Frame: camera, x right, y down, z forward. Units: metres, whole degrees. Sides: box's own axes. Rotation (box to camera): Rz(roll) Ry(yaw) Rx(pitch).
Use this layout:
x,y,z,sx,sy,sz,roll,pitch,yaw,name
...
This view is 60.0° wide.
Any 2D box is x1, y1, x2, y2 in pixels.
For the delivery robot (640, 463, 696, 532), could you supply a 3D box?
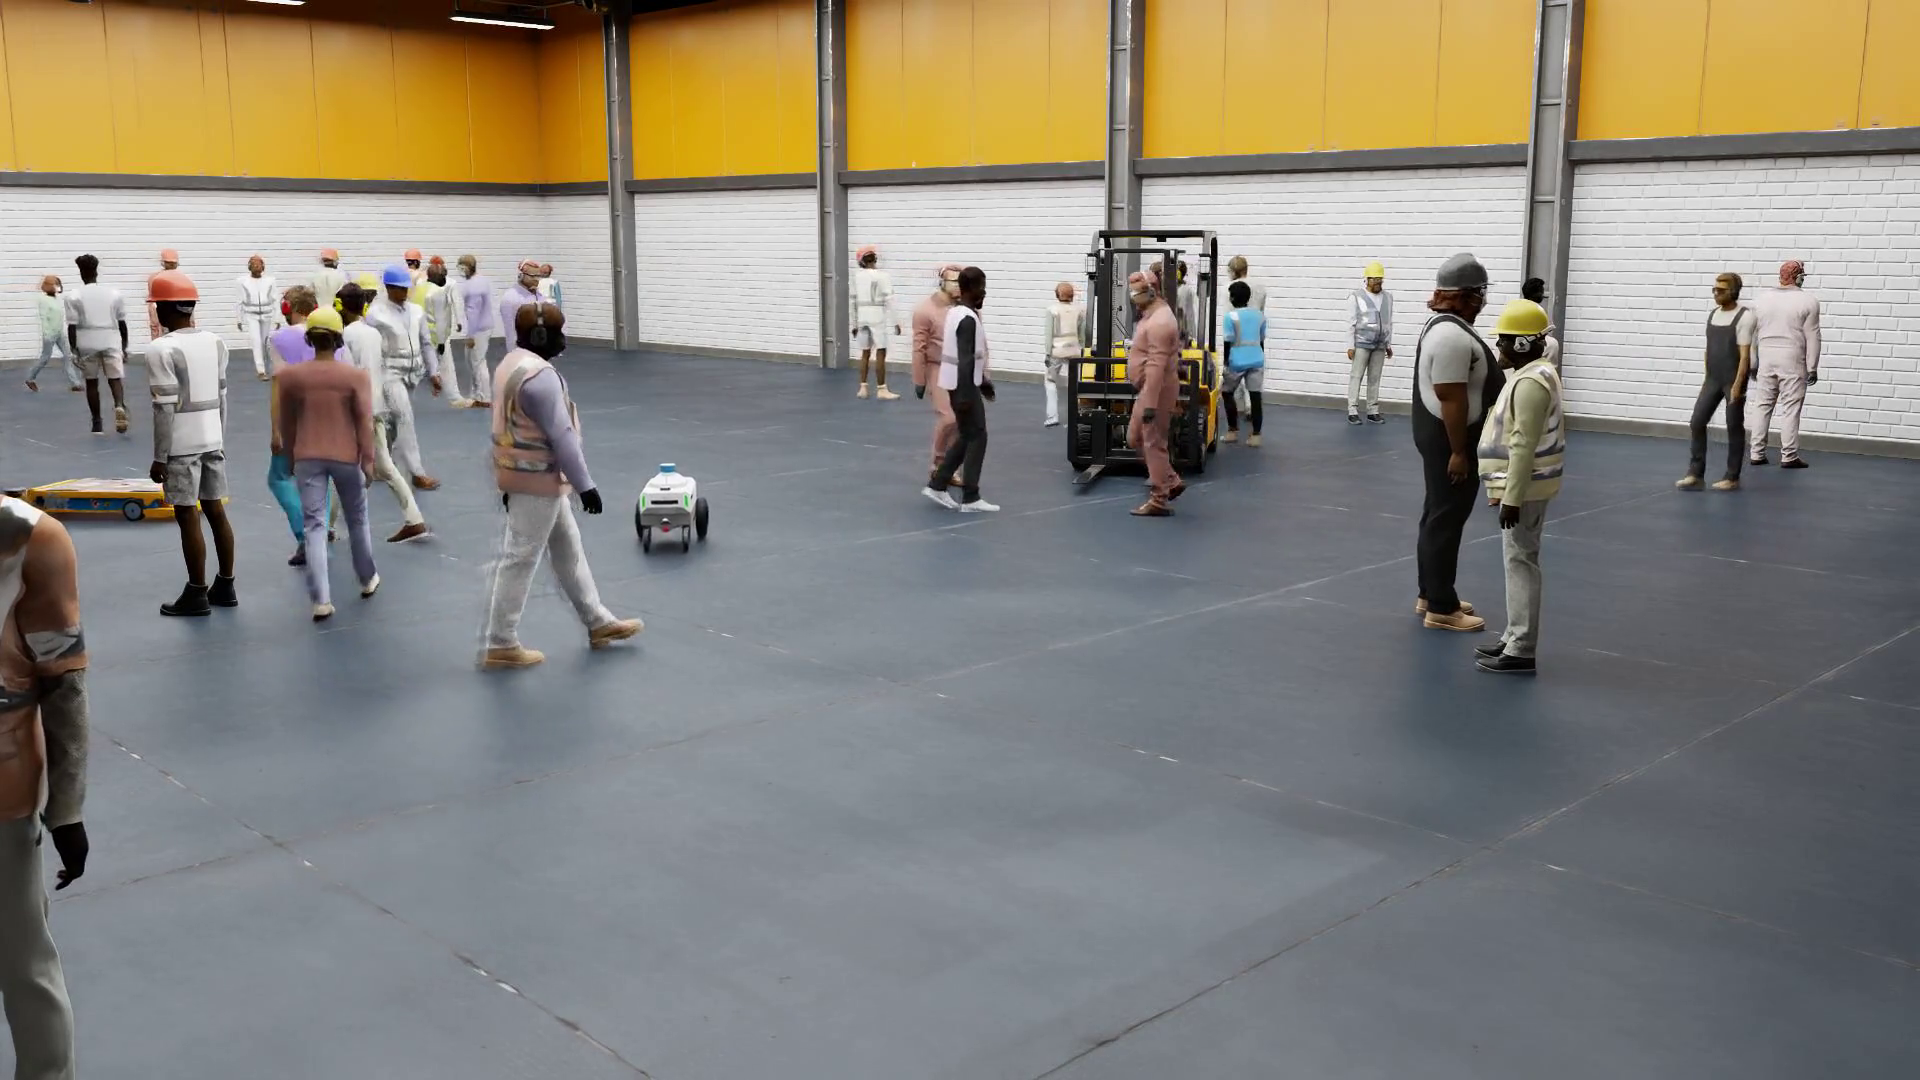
x,y,z,sx,sy,sz,roll,pitch,yaw,name
-2.014,-0.286,11.502,0.477,0.478,0.707,-1,10,-5,delivery robot

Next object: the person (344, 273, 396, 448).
x,y,z,sx,sy,sz,roll,pitch,yaw,name
-5.855,-1.764,16.517,0.325,1.765,0.533,6,12,30,person

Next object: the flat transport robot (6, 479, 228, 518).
x,y,z,sx,sy,sz,roll,pitch,yaw,name
-6.476,-0.329,12.769,1.431,0.197,0.652,1,10,5,flat transport robot

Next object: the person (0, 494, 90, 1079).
x,y,z,sx,sy,sz,roll,pitch,yaw,name
-2.147,0.544,3.513,0.585,1.917,0.381,-1,10,-5,person

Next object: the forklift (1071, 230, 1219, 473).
x,y,z,sx,sy,sz,roll,pitch,yaw,name
1.804,-1.825,15.677,1.214,2.155,2.313,2,11,13,forklift

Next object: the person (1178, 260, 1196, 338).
x,y,z,sx,sy,sz,roll,pitch,yaw,name
2.652,-2.316,19.269,0.546,1.857,0.554,2,11,13,person

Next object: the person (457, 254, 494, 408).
x,y,z,sx,sy,sz,roll,pitch,yaw,name
-5.966,-2.555,20.487,0.443,1.921,0.666,-3,11,-17,person

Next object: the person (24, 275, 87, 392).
x,y,z,sx,sy,sz,roll,pitch,yaw,name
-12.414,-2.811,22.681,0.815,1.602,0.512,1,10,4,person

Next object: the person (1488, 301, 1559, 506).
x,y,z,sx,sy,sz,roll,pitch,yaw,name
4.411,-1.064,13.055,0.498,1.633,0.284,4,11,21,person

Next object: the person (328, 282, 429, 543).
x,y,z,sx,sy,sz,roll,pitch,yaw,name
-4.156,-0.861,11.507,0.959,1.809,0.558,3,11,14,person

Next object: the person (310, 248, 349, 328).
x,y,z,sx,sy,sz,roll,pitch,yaw,name
-9.288,-3.332,24.606,0.639,1.941,1.053,1,10,4,person

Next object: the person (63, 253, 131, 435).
x,y,z,sx,sy,sz,roll,pitch,yaw,name
-9.126,-2.062,17.647,0.623,1.947,0.705,-7,13,-34,person

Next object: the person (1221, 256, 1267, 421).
x,y,z,sx,sy,sz,roll,pitch,yaw,name
3.250,-2.320,19.193,0.636,1.894,0.653,-3,11,-16,person

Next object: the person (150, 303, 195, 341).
x,y,z,sx,sy,sz,roll,pitch,yaw,name
-9.008,-2.174,19.093,0.310,1.638,0.523,9,14,40,person

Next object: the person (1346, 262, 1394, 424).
x,y,z,sx,sy,sz,roll,pitch,yaw,name
4.653,-2.225,18.840,0.591,1.833,0.404,-3,11,-18,person

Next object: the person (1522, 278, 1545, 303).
x,y,z,sx,sy,sz,roll,pitch,yaw,name
5.971,-1.914,17.548,0.321,1.690,0.531,3,11,17,person

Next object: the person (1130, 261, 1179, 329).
x,y,z,sx,sy,sz,roll,pitch,yaw,name
2.212,-2.195,18.658,0.626,1.845,0.429,-5,12,-27,person

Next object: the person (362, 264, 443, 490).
x,y,z,sx,sy,sz,roll,pitch,yaw,name
-4.806,-1.393,14.148,0.971,1.905,0.597,5,12,26,person

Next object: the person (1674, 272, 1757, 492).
x,y,z,sx,sy,sz,roll,pitch,yaw,name
6.275,-1.293,13.769,0.715,1.820,0.522,-5,12,-27,person

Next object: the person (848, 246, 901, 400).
x,y,z,sx,sy,sz,roll,pitch,yaw,name
-1.104,-2.815,21.674,0.789,1.996,0.353,9,13,39,person

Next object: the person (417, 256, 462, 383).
x,y,z,sx,sy,sz,roll,pitch,yaw,name
-7.572,-3.200,24.163,0.605,1.847,0.933,-2,11,-9,person

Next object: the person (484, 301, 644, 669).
x,y,z,sx,sy,sz,roll,pitch,yaw,name
-2.000,-0.277,8.309,0.926,1.803,0.643,-5,11,-24,person

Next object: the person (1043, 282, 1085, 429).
x,y,z,sx,sy,sz,roll,pitch,yaw,name
1.145,-2.034,18.388,0.529,1.605,0.592,-4,11,-23,person

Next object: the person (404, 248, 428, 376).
x,y,z,sx,sy,sz,roll,pitch,yaw,name
-8.271,-3.459,25.281,0.542,1.939,0.362,6,12,29,person

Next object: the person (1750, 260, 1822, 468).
x,y,z,sx,sy,sz,roll,pitch,yaw,name
7.593,-1.614,15.311,0.408,1.906,0.653,-8,13,-36,person

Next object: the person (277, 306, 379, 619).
x,y,z,sx,sy,sz,roll,pitch,yaw,name
-3.587,-0.454,9.475,0.539,1.727,0.872,-2,11,-10,person

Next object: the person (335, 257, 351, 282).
x,y,z,sx,sy,sz,roll,pitch,yaw,name
-9.563,-3.487,25.494,0.381,1.919,0.584,4,11,19,person

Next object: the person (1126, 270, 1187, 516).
x,y,z,sx,sy,sz,roll,pitch,yaw,name
1.449,-1.094,12.554,0.409,1.875,0.724,1,10,4,person

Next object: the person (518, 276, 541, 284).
x,y,z,sx,sy,sz,roll,pitch,yaw,name
-8.323,-4.599,32.333,0.507,1.633,0.278,-1,10,-3,person

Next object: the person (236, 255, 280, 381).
x,y,z,sx,sy,sz,roll,pitch,yaw,name
-10.458,-3.315,24.790,0.582,1.848,0.951,-7,13,-34,person

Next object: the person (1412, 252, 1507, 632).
x,y,z,sx,sy,sz,roll,pitch,yaw,name
2.741,-0.538,9.079,0.538,2.000,0.692,2,11,9,person

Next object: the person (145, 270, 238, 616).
x,y,z,sx,sy,sz,roll,pitch,yaw,name
-4.346,-0.537,9.355,0.354,1.939,0.544,3,11,15,person

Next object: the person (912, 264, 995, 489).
x,y,z,sx,sy,sz,roll,pitch,yaw,name
-0.038,-1.371,14.030,0.651,1.889,0.506,-8,13,-36,person

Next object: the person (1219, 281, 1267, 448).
x,y,z,sx,sy,sz,roll,pitch,yaw,name
2.838,-1.776,16.824,0.577,1.663,0.664,-4,11,-22,person

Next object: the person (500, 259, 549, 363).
x,y,z,sx,sy,sz,roll,pitch,yaw,name
-4.126,-1.739,16.014,0.400,1.901,0.643,3,11,17,person

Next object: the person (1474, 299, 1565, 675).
x,y,z,sx,sy,sz,roll,pitch,yaw,name
2.733,-0.257,8.141,0.403,1.827,0.589,4,11,19,person

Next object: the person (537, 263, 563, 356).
x,y,z,sx,sy,sz,roll,pitch,yaw,name
-7.267,-4.047,29.311,0.522,1.638,0.310,2,11,11,person

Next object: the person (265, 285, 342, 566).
x,y,z,sx,sy,sz,roll,pitch,yaw,name
-4.206,-0.720,10.685,0.452,1.820,0.595,5,12,27,person

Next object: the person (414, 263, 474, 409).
x,y,z,sx,sy,sz,roll,pitch,yaw,name
-6.460,-2.457,20.236,0.936,1.809,0.648,-9,14,-42,person

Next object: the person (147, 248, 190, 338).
x,y,z,sx,sy,sz,roll,pitch,yaw,name
-11.217,-3.167,23.642,0.610,1.966,0.945,-7,13,-34,person

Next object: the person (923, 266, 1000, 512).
x,y,z,sx,sy,sz,roll,pitch,yaw,name
-0.001,-1.165,12.913,0.573,1.892,0.598,-2,11,-10,person
